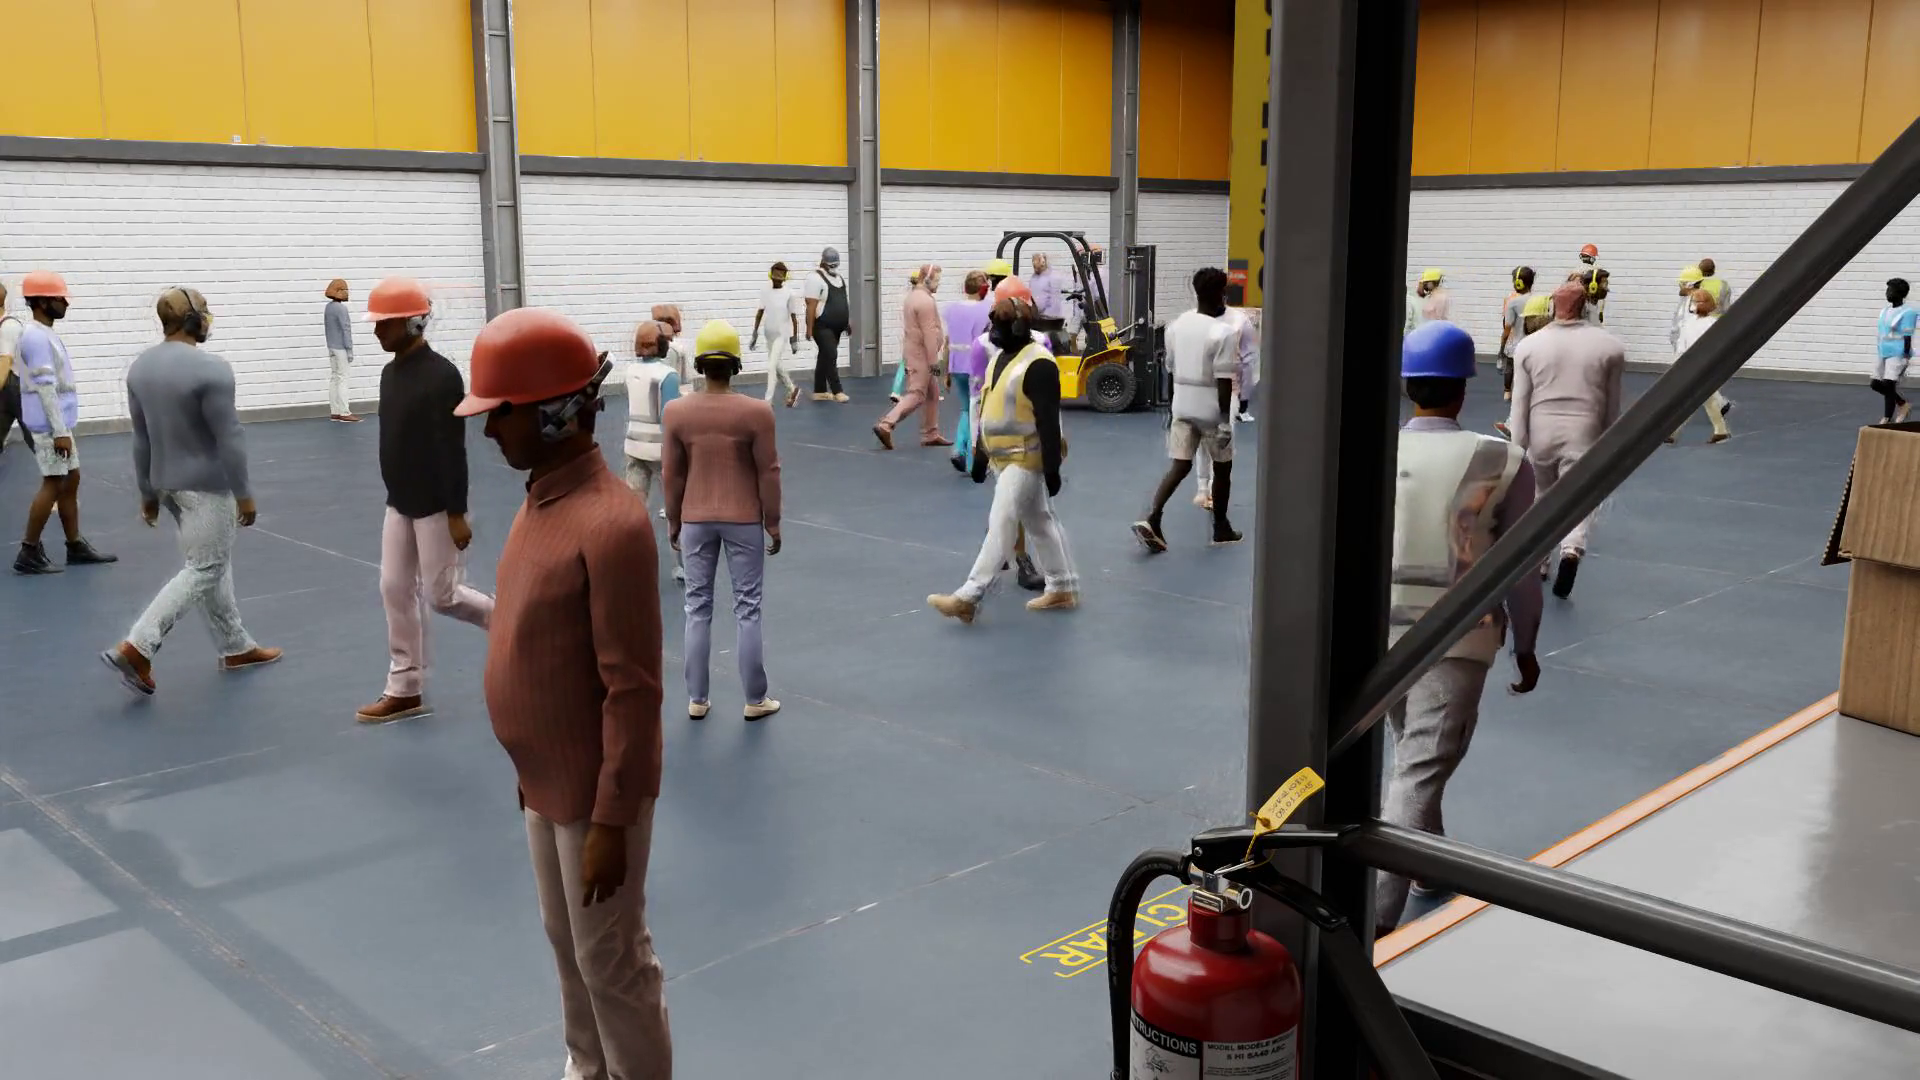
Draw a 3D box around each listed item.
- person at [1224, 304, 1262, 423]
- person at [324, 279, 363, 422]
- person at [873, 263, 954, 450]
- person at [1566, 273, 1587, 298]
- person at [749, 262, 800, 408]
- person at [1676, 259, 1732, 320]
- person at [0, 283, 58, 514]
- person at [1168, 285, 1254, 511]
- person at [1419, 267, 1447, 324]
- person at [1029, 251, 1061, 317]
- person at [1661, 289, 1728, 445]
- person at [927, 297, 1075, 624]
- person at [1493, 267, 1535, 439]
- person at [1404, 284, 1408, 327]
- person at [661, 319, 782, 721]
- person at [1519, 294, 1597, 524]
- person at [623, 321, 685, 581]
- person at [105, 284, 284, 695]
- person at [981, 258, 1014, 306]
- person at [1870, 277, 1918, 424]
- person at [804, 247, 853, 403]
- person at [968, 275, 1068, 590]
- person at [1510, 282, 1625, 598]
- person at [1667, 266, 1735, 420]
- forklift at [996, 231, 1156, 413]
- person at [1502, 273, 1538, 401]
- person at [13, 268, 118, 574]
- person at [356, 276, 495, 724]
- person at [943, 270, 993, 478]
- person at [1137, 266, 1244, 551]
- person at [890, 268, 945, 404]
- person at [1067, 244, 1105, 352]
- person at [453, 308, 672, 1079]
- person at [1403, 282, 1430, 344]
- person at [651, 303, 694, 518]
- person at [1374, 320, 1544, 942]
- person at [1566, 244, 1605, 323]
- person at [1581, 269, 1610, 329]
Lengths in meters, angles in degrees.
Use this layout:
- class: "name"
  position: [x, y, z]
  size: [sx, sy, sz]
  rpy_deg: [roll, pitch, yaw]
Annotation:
- class: "person"
  position: [3.208, -2.256, 18.805]
  size: [0.548, 1.908, 0.600]
  rpy_deg: [-9, 14, -41]
- class: "person"
  position: [-7.105, -2.170, 19.086]
  size: [0.264, 1.632, 0.507]
  rpy_deg: [-10, 14, -44]
- class: "person"
  position: [-0.470, -1.828, 16.621]
  size: [0.829, 1.869, 0.631]
  rpy_deg: [-2, 11, -10]
- class: "person"
  position: [8.554, -2.900, 23.148]
  size: [0.529, 1.593, 0.850]
  rpy_deg: [-3, 11, -14]
- class: "person"
  position: [-2.196, -2.468, 20.199]
  size: [0.547, 1.827, 0.912]
  rpy_deg: [6, 12, 29]
- class: "person"
  position: [9.817, -2.813, 22.092]
  size: [0.652, 1.811, 0.851]
  rpy_deg: [2, 11, 9]
- class: "person"
  position: [-7.250, -1.051, 12.540]
  size: [0.525, 1.796, 0.963]
  rpy_deg: [9, 14, 40]
- class: "person"
  position: [1.925, -1.126, 12.922]
  size: [0.620, 1.807, 0.905]
  rpy_deg: [4, 11, 23]
- class: "person"
  position: [5.773, -2.440, 20.263]
  size: [0.447, 1.747, 0.520]
  rpy_deg: [-3, 11, -14]
- class: "person"
  position: [1.231, -3.358, 24.863]
  size: [0.405, 1.888, 0.659]
  rpy_deg: [-9, 14, -40]
- class: "person"
  position: [7.504, -1.753, 16.932]
  size: [0.858, 1.590, 0.498]
  rpy_deg: [0, 10, 2]
- class: "person"
  position: [0.259, -0.443, 9.244]
  size: [0.980, 1.786, 0.661]
  rpy_deg: [-4, 11, -21]
- class: "person"
  position: [5.766, -1.882, 17.039]
  size: [0.544, 1.808, 1.003]
  rpy_deg: [-3, 11, -16]
- class: "person"
  position: [5.276, -2.610, 20.726]
  size: [0.397, 1.915, 0.587]
  rpy_deg: [-9, 14, -42]
- class: "person"
  position: [-1.038, -0.077, 7.307]
  size: [0.532, 1.772, 0.300]
  rpy_deg: [1, 10, 7]
- class: "person"
  position: [4.128, -0.845, 11.602]
  size: [0.585, 1.726, 0.499]
  rpy_deg: [-2, 11, -10]
- class: "person"
  position: [-1.803, -0.521, 10.119]
  size: [0.537, 1.609, 0.704]
  rpy_deg: [9, 14, 41]
- class: "person"
  position: [-3.660, -0.240, 7.828]
  size: [0.636, 1.915, 0.904]
  rpy_deg: [6, 12, 31]
- class: "person"
  position: [0.323, -1.742, 15.980]
  size: [0.636, 1.910, 0.609]
  rpy_deg: [-5, 11, -24]
- class: "person"
  position: [10.153, -1.996, 18.012]
  size: [0.520, 1.686, 0.537]
  rpy_deg: [-1, 10, -6]
- class: "person"
  position: [-1.623, -2.778, 21.292]
  size: [0.740, 2.000, 0.885]
  rpy_deg: [6, 12, 28]
- class: "person"
  position: [0.326, -0.687, 10.317]
  size: [0.563, 1.896, 0.983]
  rpy_deg: [-5, 12, -27]
- class: "person"
  position: [3.615, -0.606, 9.956]
  size: [0.629, 1.868, 0.915]
  rpy_deg: [4, 11, 22]
- class: "person"
  position: [8.346, -2.209, 18.867]
  size: [0.861, 1.796, 0.581]
  rpy_deg: [4, 11, 21]
- class: "forklift"
  position: [1.222, -2.721, 20.561]
  size: [2.313, 2.155, 1.214]
  rpy_deg: [2, 11, 13]
- class: "person"
  position: [7.206, -2.611, 21.321]
  size: [0.317, 1.695, 0.540]
  rpy_deg: [-10, 14, -44]
- class: "person"
  position: [-5.766, -0.748, 10.571]
  size: [0.481, 1.947, 0.548]
  rpy_deg: [-4, 11, -23]
- class: "person"
  position: [-2.307, -0.190, 7.391]
  size: [0.623, 1.965, 0.796]
  rpy_deg: [10, 14, 44]
- class: "person"
  position: [0.124, -1.455, 14.656]
  size: [0.593, 1.828, 0.455]
  rpy_deg: [8, 13, 37]
- class: "person"
  position: [1.588, -0.878, 11.234]
  size: [0.900, 1.935, 0.617]
  rpy_deg: [-9, 14, -41]
- class: "person"
  position: [-0.563, -2.583, 21.092]
  size: [0.523, 1.729, 0.893]
  rpy_deg: [7, 13, 34]
- class: "person"
  position: [1.783, -3.275, 24.079]
  size: [0.674, 2.011, 0.639]
  rpy_deg: [-9, 14, -41]
- class: "person"
  position: [-0.826, 0.509, 3.522]
  size: [0.392, 1.985, 0.610]
  rpy_deg: [-6, 12, -30]
- class: "person"
  position: [6.136, -2.708, 22.092]
  size: [0.502, 1.607, 0.698]
  rpy_deg: [2, 11, 11]
- class: "person"
  position: [-2.192, -0.961, 12.494]
  size: [0.396, 1.620, 0.543]
  rpy_deg: [-2, 11, -9]
- class: "person"
  position: [1.390, 0.293, 4.991]
  size: [0.599, 1.895, 1.038]
  rpy_deg: [9, 14, 41]
- class: "person"
  position: [9.528, -3.501, 25.361]
  size: [0.394, 1.992, 0.622]
  rpy_deg: [-10, 14, -44]
- class: "person"
  position: [5.820, -1.558, 15.237]
  size: [0.894, 1.825, 0.555]
  rpy_deg: [5, 12, 26]
